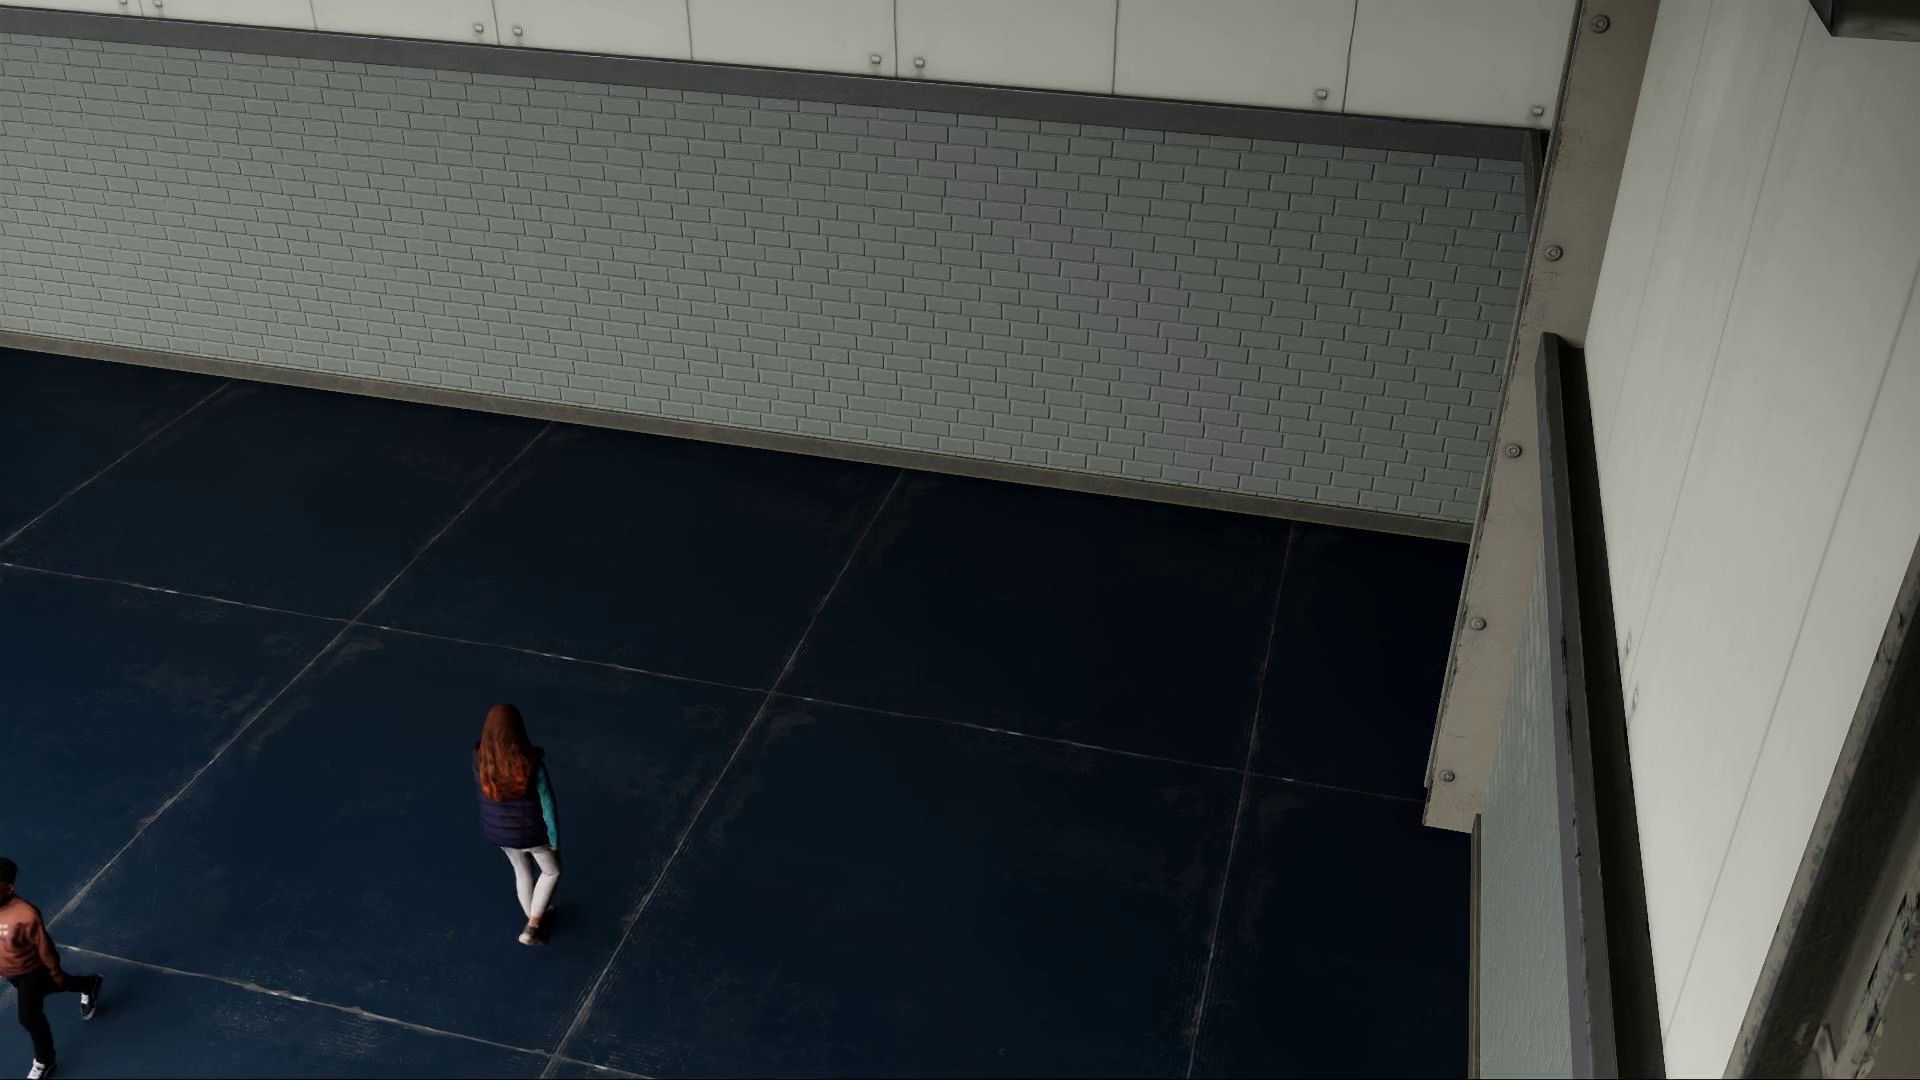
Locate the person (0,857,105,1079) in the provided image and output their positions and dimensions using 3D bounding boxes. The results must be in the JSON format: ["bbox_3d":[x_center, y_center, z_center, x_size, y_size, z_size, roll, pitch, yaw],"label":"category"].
[{"bbox_3d":[-4.359,1.947,7.820,0.538,1.237,0.873,10,34,15],"label":"person"}]

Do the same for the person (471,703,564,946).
[{"bbox_3d":[-2.217,1.477,8.322,0.581,1.495,0.644,7,33,11],"label":"person"}]
